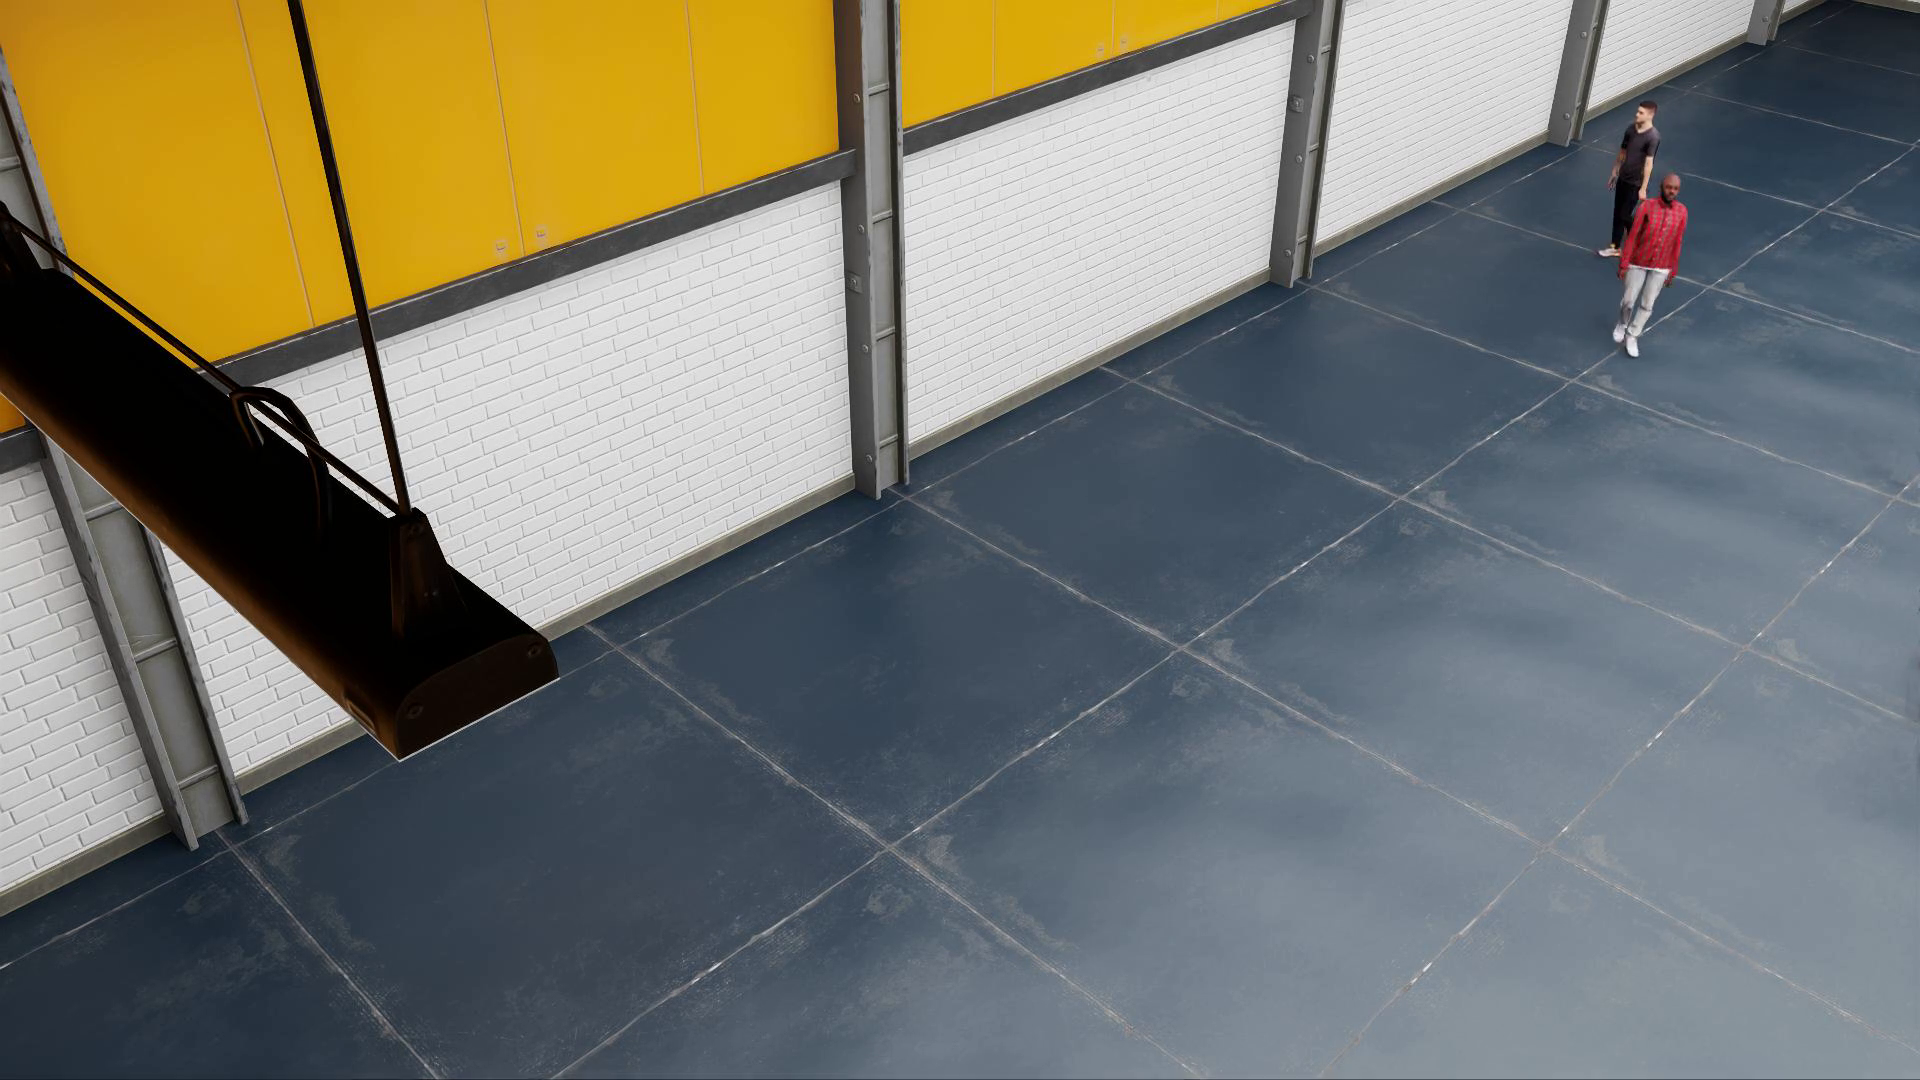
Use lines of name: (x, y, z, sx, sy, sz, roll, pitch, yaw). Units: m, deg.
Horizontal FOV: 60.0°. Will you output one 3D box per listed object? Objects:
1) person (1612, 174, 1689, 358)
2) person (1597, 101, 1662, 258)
person: (6.685, -2.721, 16.175, 0.871, 1.813, 0.923, 6, 34, 9)
person: (7.334, -3.881, 17.973, 0.814, 1.756, 0.788, -12, 35, -17)
